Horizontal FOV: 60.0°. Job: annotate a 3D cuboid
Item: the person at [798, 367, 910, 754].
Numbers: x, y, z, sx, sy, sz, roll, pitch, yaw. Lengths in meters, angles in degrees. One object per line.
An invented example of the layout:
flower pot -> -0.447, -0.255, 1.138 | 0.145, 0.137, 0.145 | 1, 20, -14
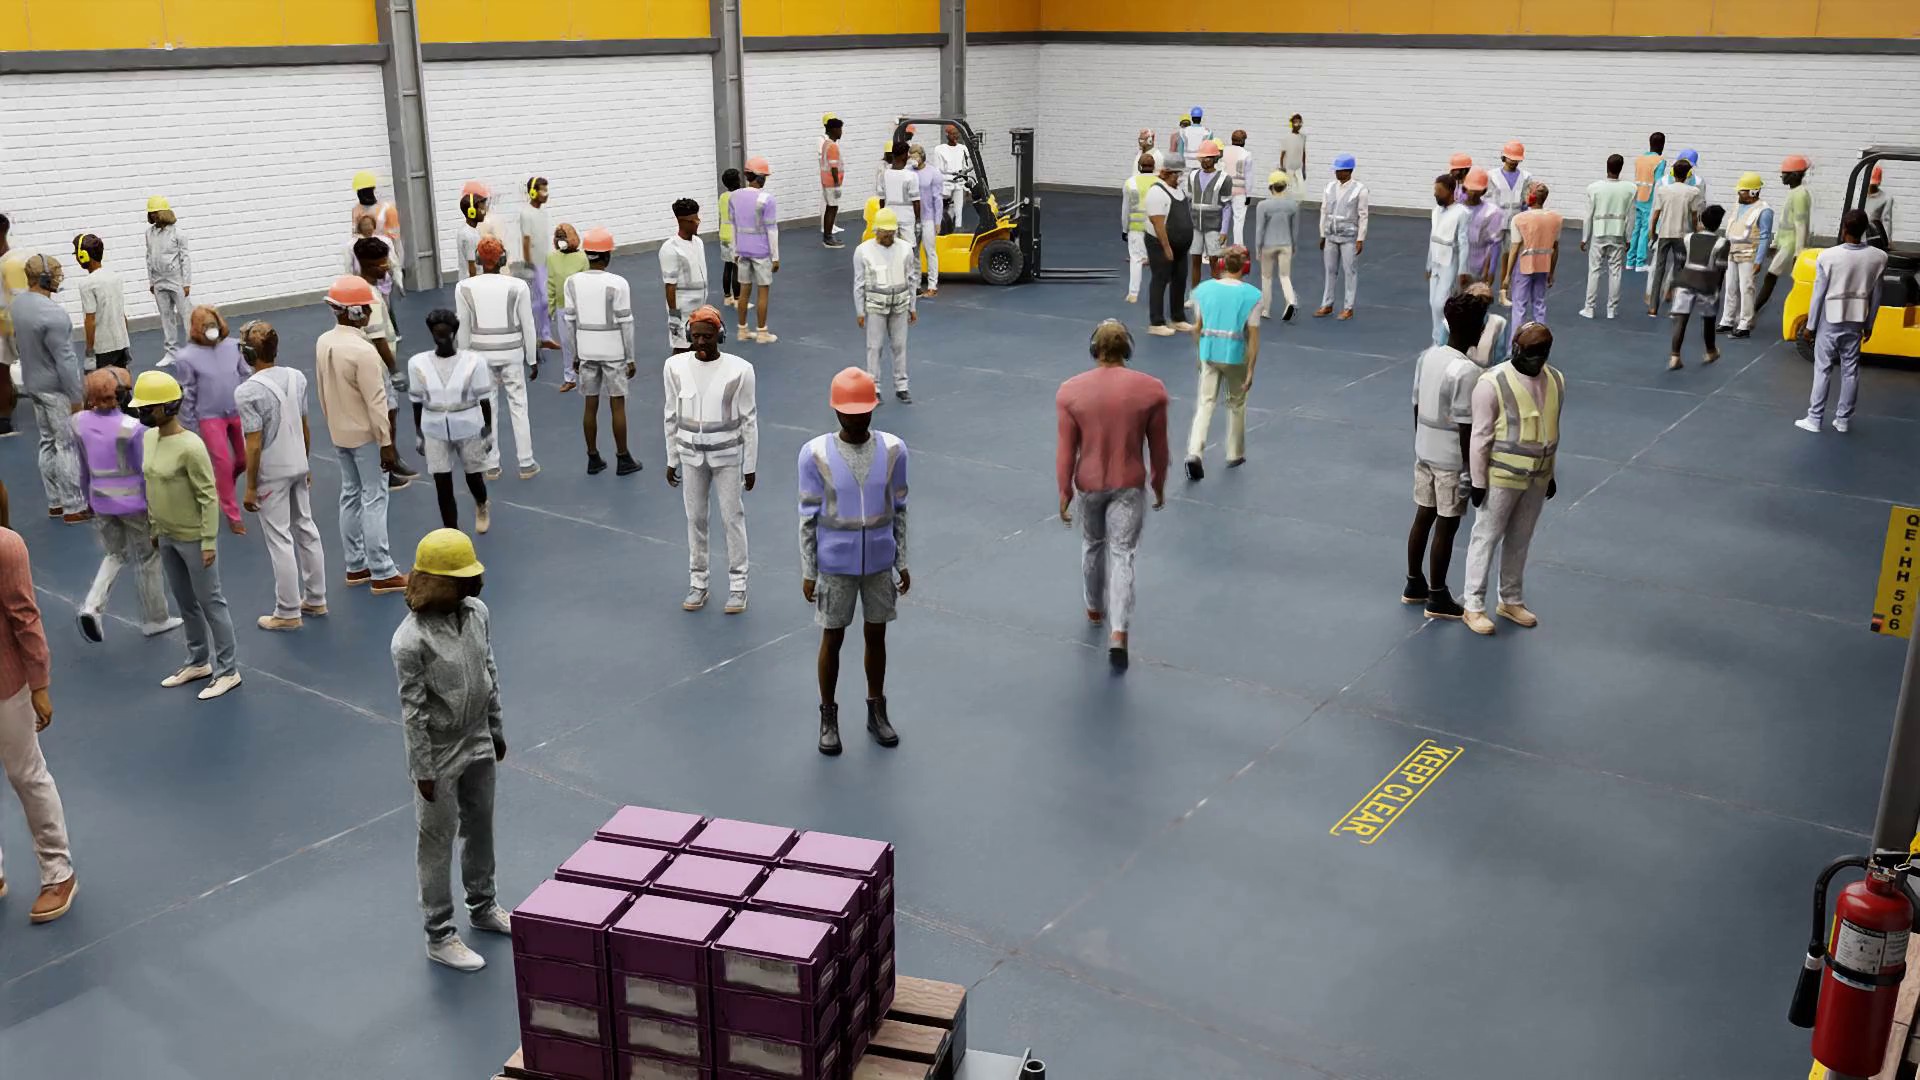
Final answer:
person -> -0.499, 0.106, 8.093 | 0.551, 1.934, 0.373 | -6, 19, -17

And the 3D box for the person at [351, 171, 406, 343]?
person -> -6.329, -2.970, 17.792 | 0.611, 1.886, 0.871 | 8, 20, 24

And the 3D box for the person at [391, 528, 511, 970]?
person -> -1.889, 0.785, 6.295 | 0.321, 1.737, 0.485 | 8, 19, 23

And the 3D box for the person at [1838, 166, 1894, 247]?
person -> 11.073, -3.752, 20.515 | 0.752, 1.721, 0.527 | 12, 21, 34

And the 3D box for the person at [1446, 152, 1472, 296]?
person -> 5.898, -3.618, 19.759 | 0.387, 1.929, 0.547 | 3, 18, 9

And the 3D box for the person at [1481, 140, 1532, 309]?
person -> 6.639, -3.836, 20.266 | 0.604, 2.034, 0.386 | -1, 18, -5

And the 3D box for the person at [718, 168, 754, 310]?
person -> -2.753, -3.667, 20.279 | 0.318, 1.700, 0.536 | -12, 21, -32

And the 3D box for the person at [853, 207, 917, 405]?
person -> -0.682, -2.154, 15.357 | 0.601, 1.821, 0.403 | -7, 19, -20

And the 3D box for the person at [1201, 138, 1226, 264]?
person -> 3.646, -4.874, 23.942 | 0.306, 1.772, 0.527 | 16, 24, 42

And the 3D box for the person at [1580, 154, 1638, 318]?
person -> 7.654, -3.584, 19.669 | 0.591, 1.916, 0.393 | 3, 18, 8

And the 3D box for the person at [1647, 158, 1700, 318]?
person -> 8.453, -3.577, 19.724 | 0.532, 1.869, 0.321 | 7, 19, 21

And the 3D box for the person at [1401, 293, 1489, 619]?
person -> 2.920, -0.506, 9.959 | 0.361, 1.964, 0.616 | -4, 18, -12

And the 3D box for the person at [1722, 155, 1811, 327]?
person -> 9.375, -3.348, 18.827 | 1.078, 1.981, 0.626 | 8, 19, 22

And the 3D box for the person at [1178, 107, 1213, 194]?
person -> 4.047, -6.467, 28.659 | 0.604, 1.938, 0.425 | 3, 18, 11

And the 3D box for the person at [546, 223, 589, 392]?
person -> -3.684, -2.195, 15.793 | 0.497, 1.627, 0.276 | 5, 18, 16

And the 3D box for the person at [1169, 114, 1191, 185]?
person -> 3.996, -6.725, 29.764 | 0.531, 1.754, 0.342 | -2, 18, -7

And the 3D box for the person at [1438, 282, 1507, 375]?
person -> 3.827, -1.172, 12.609 | 0.537, 1.612, 0.506 | 1, 18, 2

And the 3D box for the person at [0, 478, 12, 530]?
person -> -6.515, -0.786, 10.883 | 0.357, 1.938, 0.542 | -5, 18, -16

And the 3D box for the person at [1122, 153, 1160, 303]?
person -> 2.306, -3.873, 20.702 | 0.624, 1.840, 0.429 | -2, 18, -5

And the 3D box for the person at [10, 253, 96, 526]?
person -> -6.378, -1.053, 11.741 | 0.635, 1.929, 0.381 | 13, 22, 35

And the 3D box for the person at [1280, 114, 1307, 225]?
person -> 5.645, -6.243, 28.081 | 0.558, 1.853, 0.533 | -7, 19, -20

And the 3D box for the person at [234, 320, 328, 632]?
person -> -3.995, -0.371, 9.735 | 0.345, 1.846, 0.508 | 6, 19, 19

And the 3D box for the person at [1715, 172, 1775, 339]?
person -> 8.687, -3.153, 18.468 | 0.403, 1.823, 0.599 | -4, 18, -14

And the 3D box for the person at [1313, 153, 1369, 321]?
person -> 4.490, -3.563, 19.556 | 0.403, 1.943, 0.607 | -16, 24, -41

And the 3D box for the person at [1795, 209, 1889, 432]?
person -> 7.586, -1.875, 14.316 | 0.593, 1.922, 0.391 | 1, 18, 2

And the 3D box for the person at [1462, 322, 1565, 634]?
person -> 3.249, -0.365, 9.724 | 0.631, 1.840, 0.428 | -8, 19, -23

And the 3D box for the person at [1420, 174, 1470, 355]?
person -> 5.137, -2.885, 17.522 | 0.456, 1.893, 0.624 | -5, 18, -14

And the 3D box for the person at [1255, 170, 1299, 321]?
person -> 3.728, -3.430, 19.452 | 0.543, 1.742, 0.685 | -2, 18, -5

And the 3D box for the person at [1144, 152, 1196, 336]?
person -> 2.348, -3.314, 18.621 | 0.537, 2.000, 0.701 | 13, 22, 35

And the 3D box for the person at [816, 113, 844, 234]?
person -> -2.119, -5.983, 27.153 | 0.367, 1.927, 0.587 | 6, 19, 17

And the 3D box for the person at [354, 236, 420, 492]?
person -> -4.411, -1.329, 12.584 | 0.421, 1.935, 0.649 | -7, 19, -20

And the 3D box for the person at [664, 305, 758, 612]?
person -> -1.498, -0.483, 10.034 | 0.575, 1.880, 0.358 | 3, 18, 10

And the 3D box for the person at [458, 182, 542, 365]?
person -> -4.802, -2.704, 16.983 | 1.007, 1.876, 0.555 | 0, 18, 0
